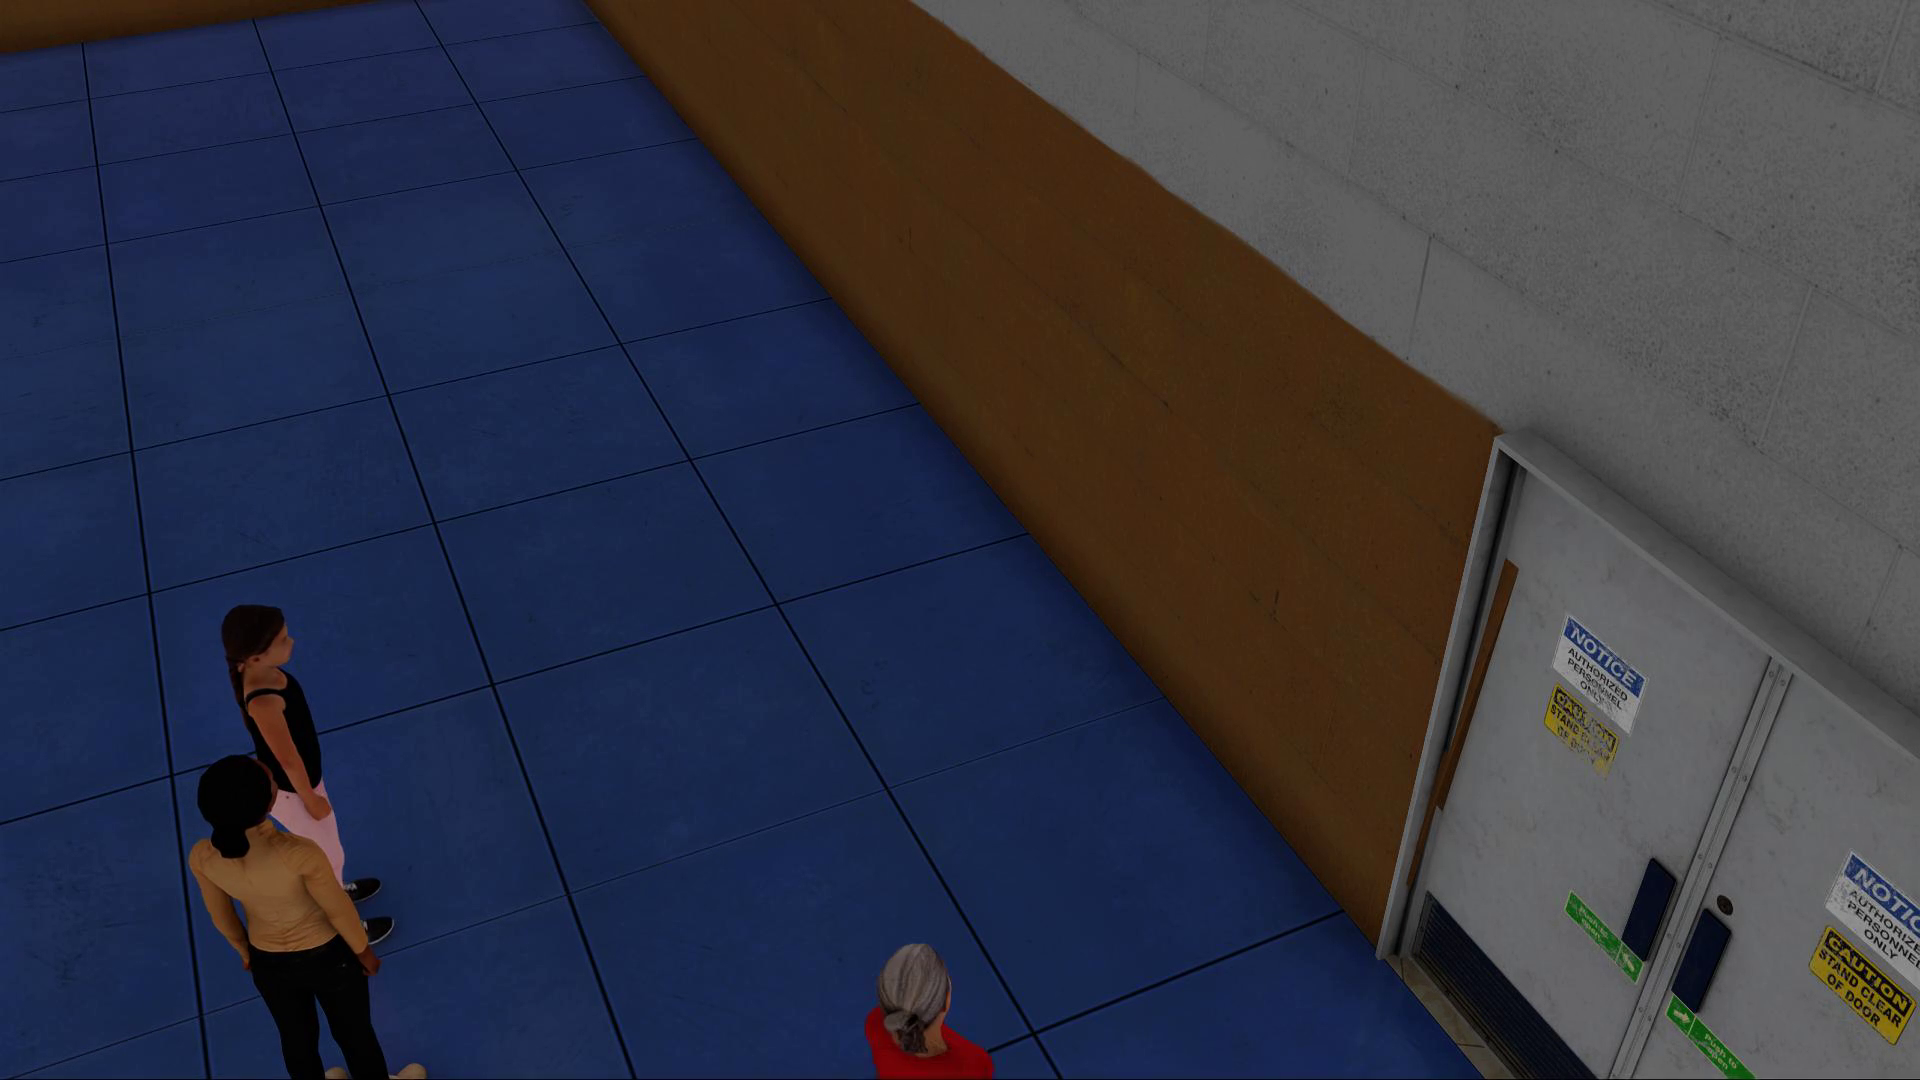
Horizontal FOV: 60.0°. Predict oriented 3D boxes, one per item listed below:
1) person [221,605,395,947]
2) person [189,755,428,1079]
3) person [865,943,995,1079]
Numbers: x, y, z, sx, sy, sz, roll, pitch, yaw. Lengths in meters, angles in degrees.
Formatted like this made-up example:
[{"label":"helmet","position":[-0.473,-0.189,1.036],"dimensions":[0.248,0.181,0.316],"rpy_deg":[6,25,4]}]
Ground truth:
[{"label":"person","position":[-2.323,0.843,5.798],"dimensions":[0.534,1.560,0.538],"rpy_deg":[-19,41,-24]},{"label":"person","position":[-2.033,1.280,5.133],"dimensions":[0.636,1.660,0.735],"rpy_deg":[0,37,0]},{"label":"person","position":[-0.131,1.753,4.492],"dimensions":[0.671,1.673,0.722],"rpy_deg":[24,43,29]}]
